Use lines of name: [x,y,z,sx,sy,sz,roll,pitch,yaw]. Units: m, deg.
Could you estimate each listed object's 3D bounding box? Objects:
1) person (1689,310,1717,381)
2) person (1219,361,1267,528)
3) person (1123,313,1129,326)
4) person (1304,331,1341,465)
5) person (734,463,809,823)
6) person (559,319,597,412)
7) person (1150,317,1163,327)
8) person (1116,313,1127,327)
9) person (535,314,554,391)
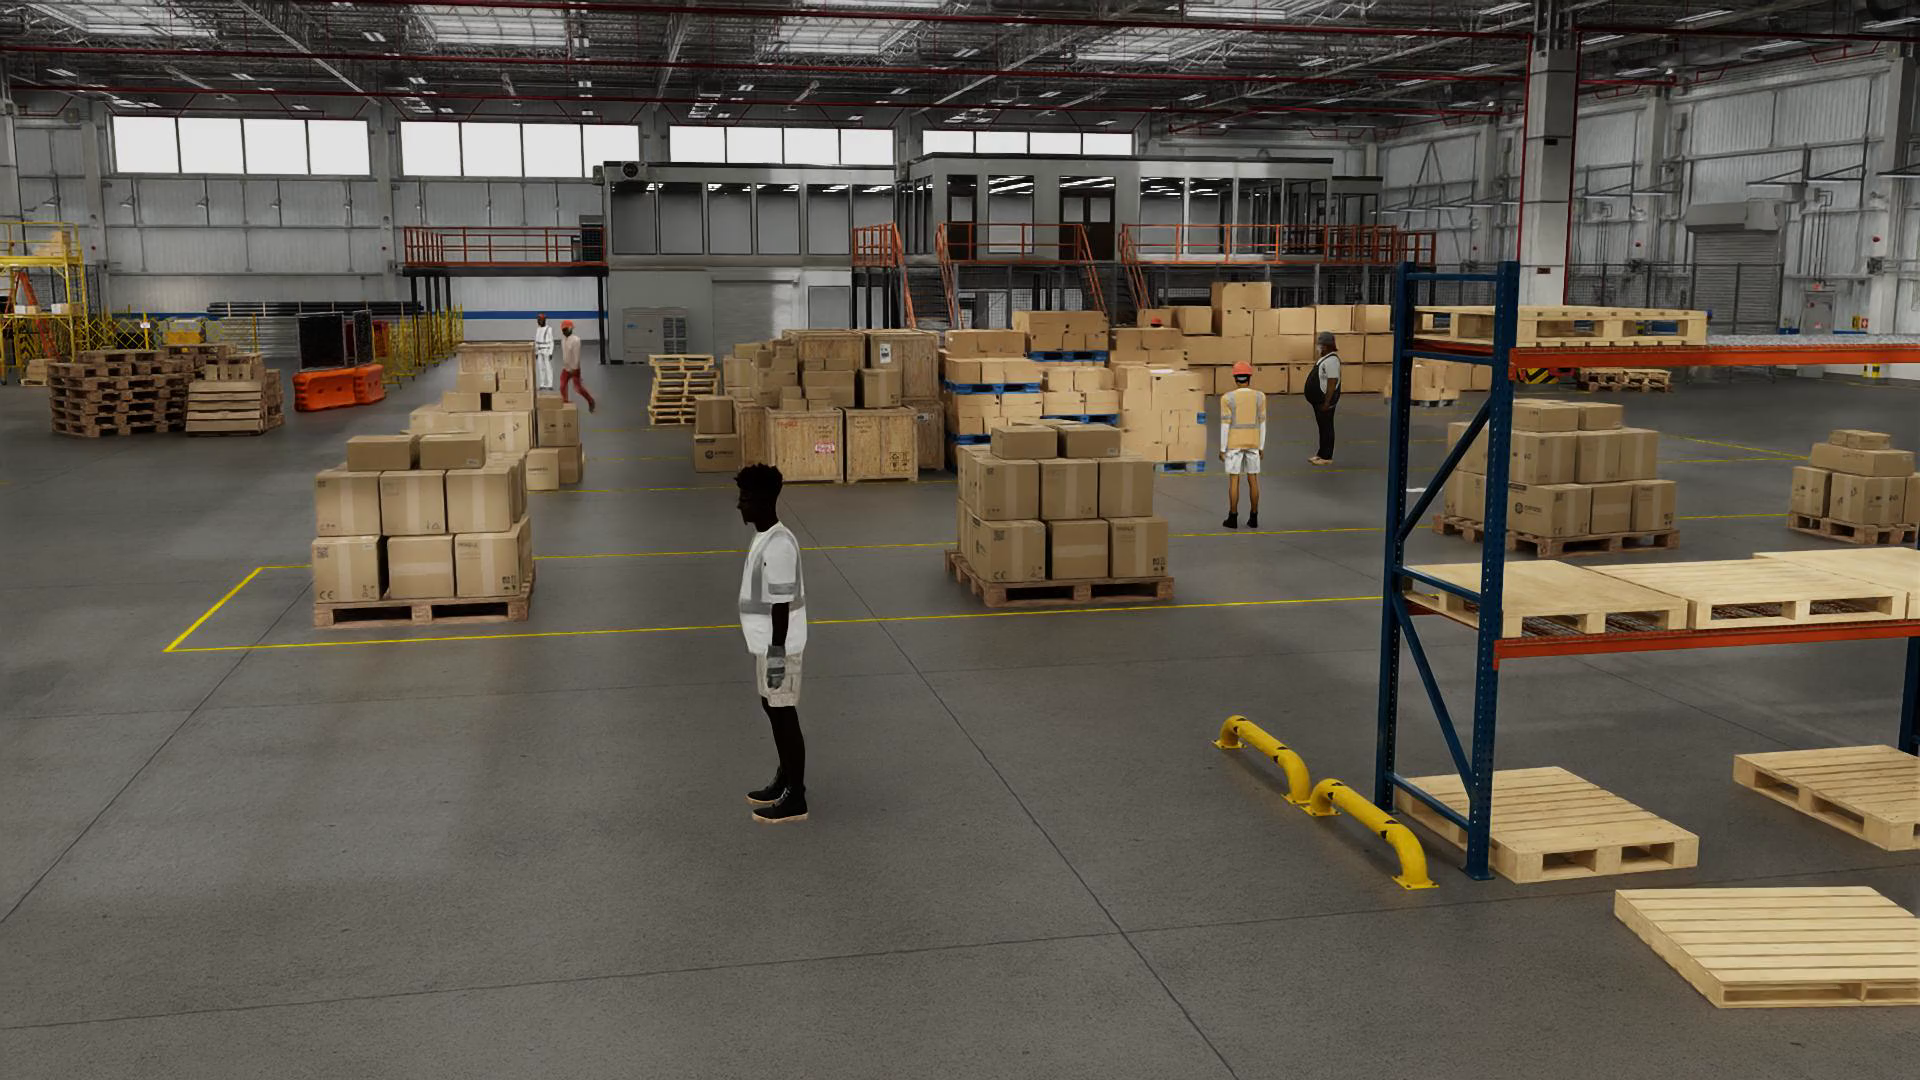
person: [19.473,-5.086,43.540,0.895,1.920,0.615,-1,9,-8]
person: [3.250,-1.095,19.193,0.542,1.929,0.374,-1,9,-7]
person: [4.190,-4.901,42.643,0.349,1.847,0.505,-8,13,-42]
person: [5.512,-2.157,25.327,0.538,2.000,0.687,1,9,4]
person: [-1.027,0.551,9.090,0.377,1.958,0.606,-2,10,-15]
person: [-7.842,-3.507,33.788,0.614,1.967,0.841,7,12,38]
person: [4.236,-3.879,36.150,0.543,1.932,0.376,6,11,34]
person: [4.132,-4.767,41.807,0.916,1.844,0.603,-2,10,-11]
person: [-10.092,-4.544,40.348,0.585,1.882,0.337,6,11,35]
